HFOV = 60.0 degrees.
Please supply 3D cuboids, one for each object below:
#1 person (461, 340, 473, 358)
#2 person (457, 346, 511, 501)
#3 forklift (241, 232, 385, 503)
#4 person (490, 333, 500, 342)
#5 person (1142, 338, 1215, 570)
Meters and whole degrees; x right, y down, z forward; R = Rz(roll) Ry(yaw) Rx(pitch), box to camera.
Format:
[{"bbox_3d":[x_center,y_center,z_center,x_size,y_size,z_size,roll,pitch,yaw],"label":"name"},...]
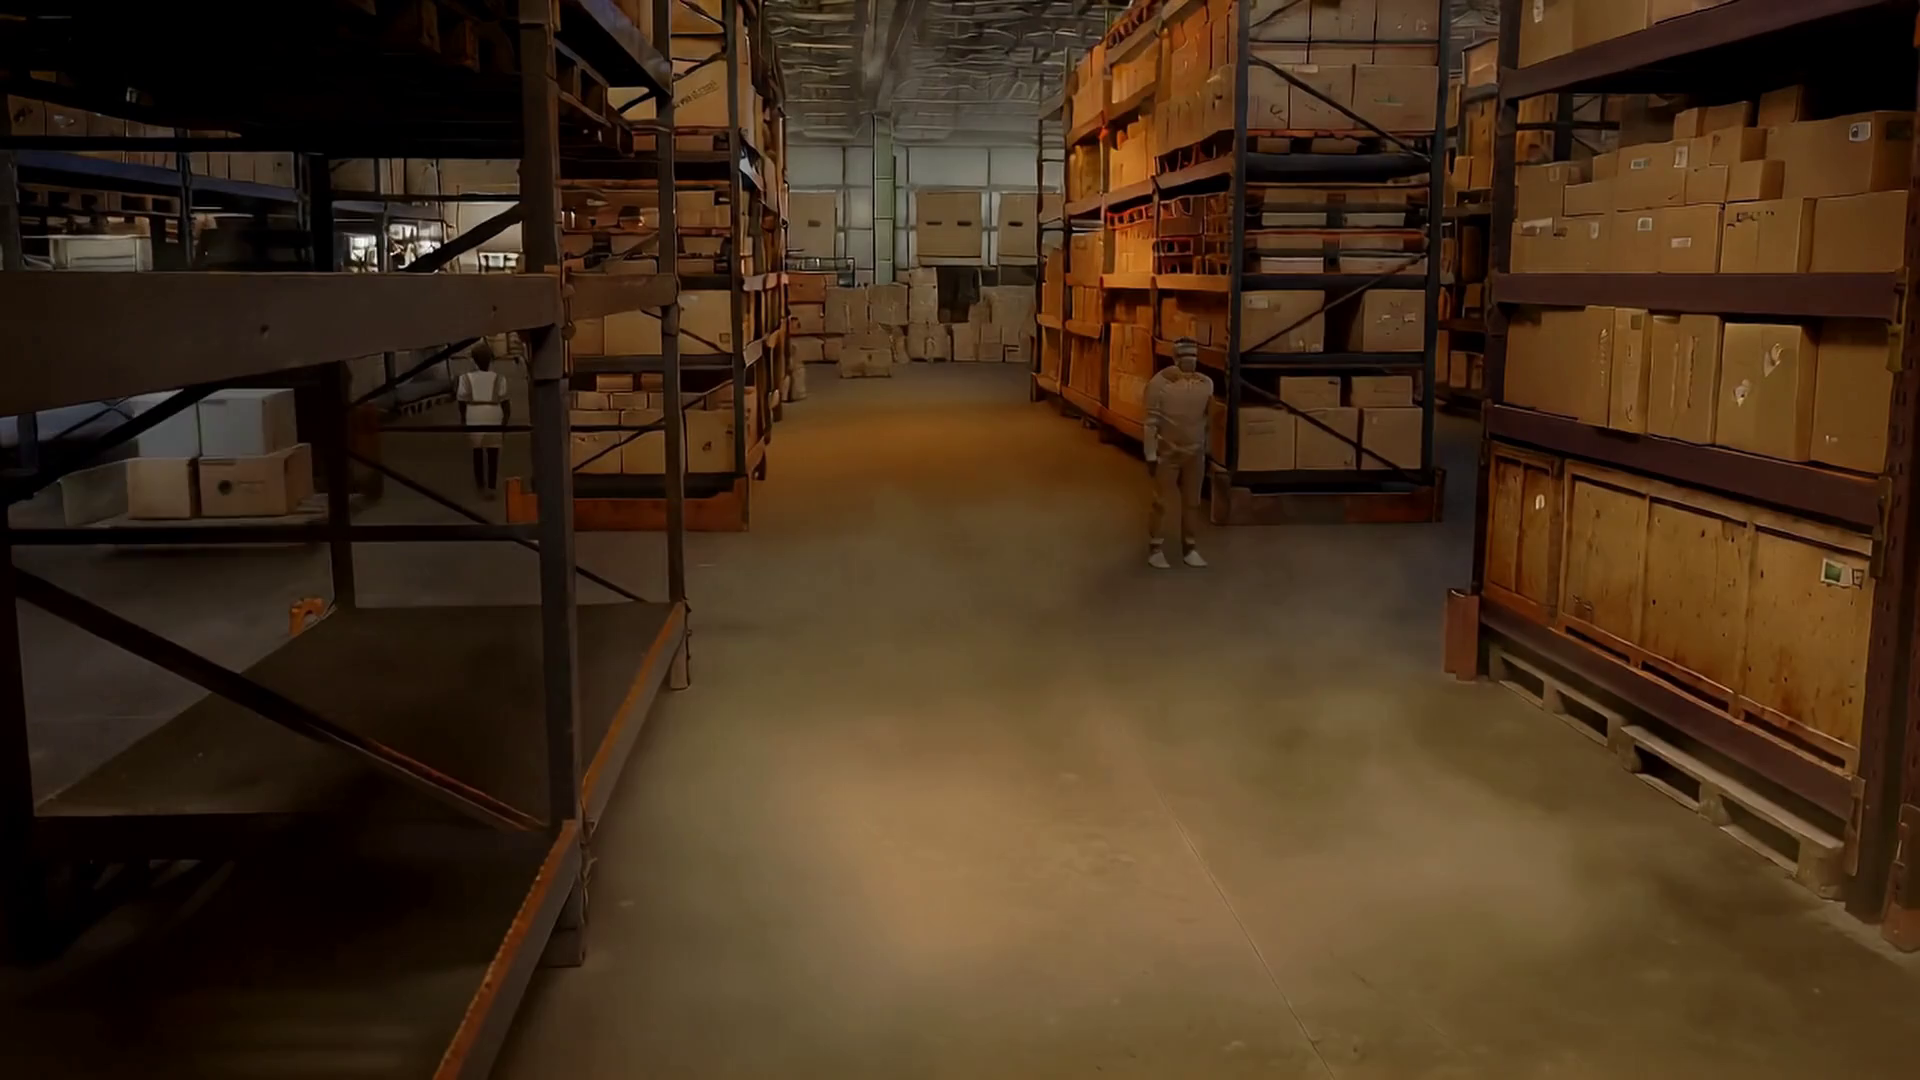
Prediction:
[{"bbox_3d":[-14.263,-6.153,47.892,0.356,1.883,0.573,8,12,43],"label":"person"},{"bbox_3d":[-5.093,-1.250,17.827,0.546,1.652,0.873,-2,9,-10],"label":"person"},{"bbox_3d":[-6.669,-1.710,16.868,1.129,2.768,1.873,-1,9,-4],"label":"forklift"},{"bbox_3d":[-16.696,-8.092,59.569,0.696,2.000,0.813,-1,9,-8],"label":"person"},{"bbox_3d":[1.808,-0.704,13.643,0.644,1.898,0.397,-3,10,-20],"label":"person"}]
